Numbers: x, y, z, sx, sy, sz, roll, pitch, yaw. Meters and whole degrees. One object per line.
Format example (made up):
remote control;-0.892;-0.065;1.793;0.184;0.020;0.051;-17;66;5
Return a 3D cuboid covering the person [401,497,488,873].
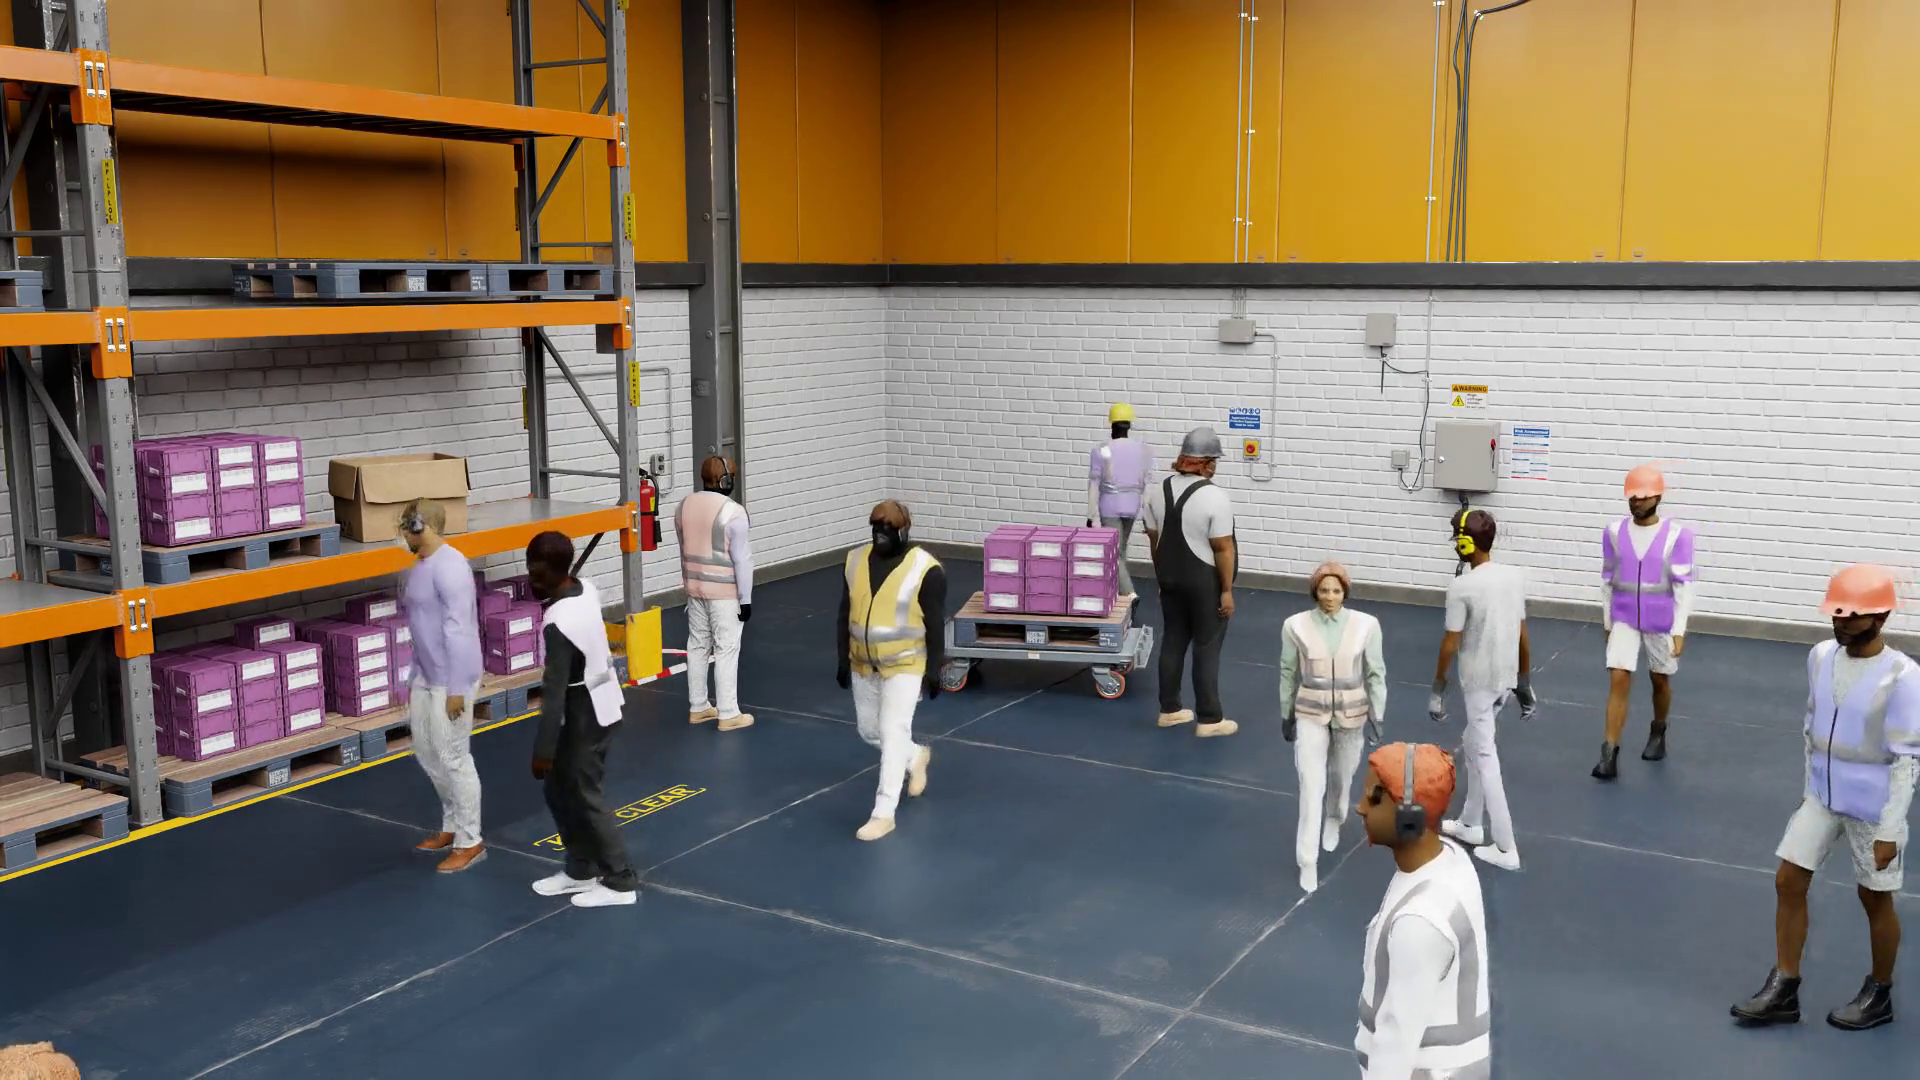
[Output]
person;-2.602;0.742;8.485;0.369;1.911;0.671;-7;11;-36

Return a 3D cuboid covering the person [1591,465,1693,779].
person;4.158;0.479;10.121;0.556;1.888;0.990;7;11;36

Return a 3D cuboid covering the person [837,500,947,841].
person;-0.359;0.669;9.138;0.632;1.823;0.779;6;11;32

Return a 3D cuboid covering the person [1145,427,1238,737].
person;1.587;0.261;10.990;0.536;2.000;0.688;-7;11;-37

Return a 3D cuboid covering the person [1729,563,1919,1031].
person;3.439;1.039;6.544;0.819;1.904;0.572;-3;10;-20

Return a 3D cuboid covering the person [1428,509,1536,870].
person;2.641;0.744;8.602;0.540;1.835;0.776;-5;10;-29

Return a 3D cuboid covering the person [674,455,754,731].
person;-1.614;0.350;11.104;0.619;1.836;0.431;6;11;35

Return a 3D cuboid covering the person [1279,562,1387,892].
person;1.888;0.895;8.468;0.519;1.608;0.826;1;9;8

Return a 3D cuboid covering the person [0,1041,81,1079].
person;-1.707;1.721;3.233;0.531;1.592;0.816;4;10;23

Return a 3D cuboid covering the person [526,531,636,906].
person;-1.825;0.859;7.800;0.583;1.861;0.684;-1;9;-7

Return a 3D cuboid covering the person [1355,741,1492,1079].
person;1.053;1.420;4.302;0.745;1.859;0.615;3;10;18

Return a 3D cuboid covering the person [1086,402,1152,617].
person;1.438;-0.276;14.802;0.594;1.896;0.876;-3;10;-20
